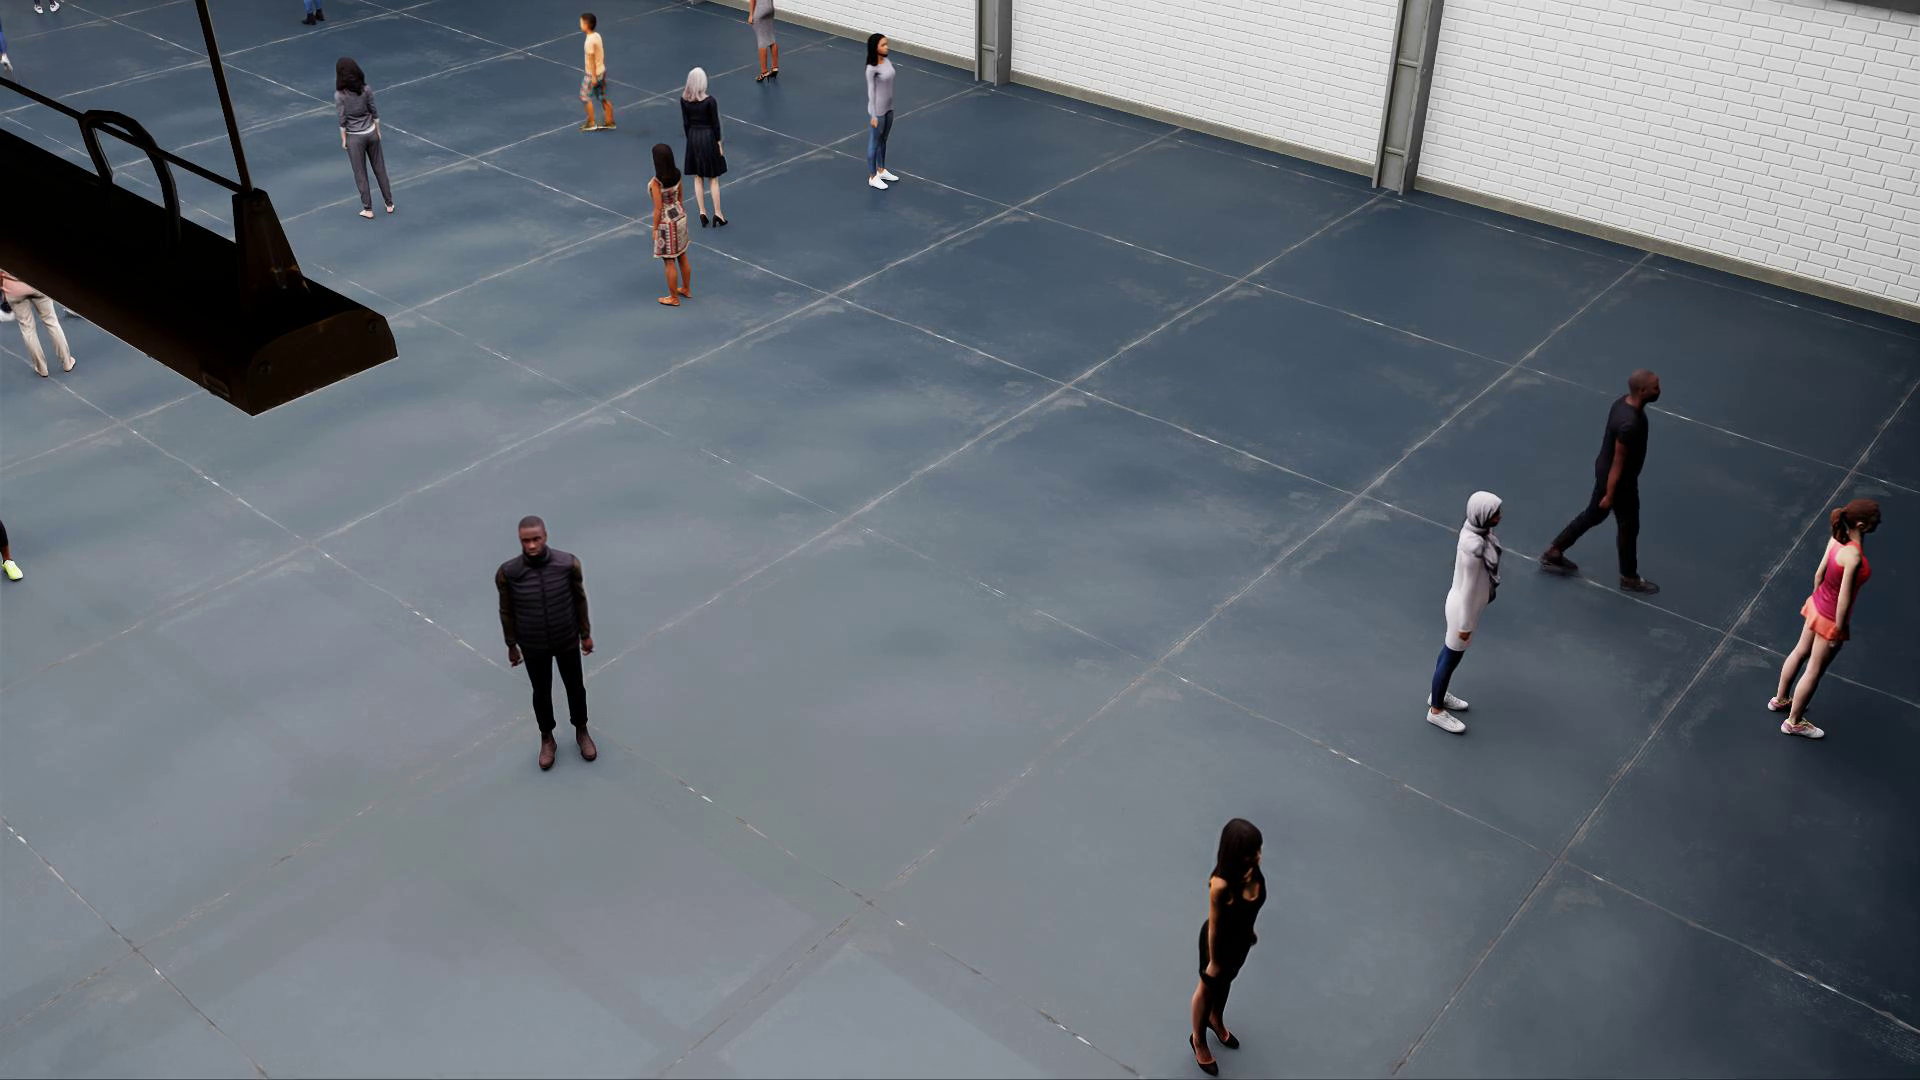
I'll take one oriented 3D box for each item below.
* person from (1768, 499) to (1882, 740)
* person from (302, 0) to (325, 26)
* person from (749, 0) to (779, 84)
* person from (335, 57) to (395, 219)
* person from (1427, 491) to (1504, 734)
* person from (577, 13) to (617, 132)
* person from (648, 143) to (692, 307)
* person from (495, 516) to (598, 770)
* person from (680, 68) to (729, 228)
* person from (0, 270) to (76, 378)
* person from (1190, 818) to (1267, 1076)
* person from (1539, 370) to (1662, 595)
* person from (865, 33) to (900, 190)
[{"bbox_3d":[5.663,0.486,10.855,0.709,1.754,0.669,3,34,4],"label":"person"},{"bbox_3d":[-9.628,-8.407,24.343,0.621,1.633,0.662,12,35,18],"label":"person"},{"bbox_3d":[-2.610,-6.990,22.077,0.500,1.781,0.573,25,41,32],"label":"person"},{"bbox_3d":[-6.544,-4.407,18.207,0.631,1.765,0.577,-23,40,-31],"label":"person"},{"bbox_3d":[3.299,0.449,10.891,0.625,1.776,0.669,13,36,19],"label":"person"},{"bbox_3d":[-4.435,-5.759,20.526,0.792,1.448,0.714,4,34,6],"label":"person"},{"bbox_3d":[-2.855,-3.116,16.373,0.601,1.645,0.692,16,37,23],"label":"person"},{"bbox_3d":[-2.605,0.630,10.564,0.779,1.836,0.777,-10,35,-15],"label":"person"},{"bbox_3d":[-2.766,-4.238,17.969,0.636,1.747,0.746,9,35,13],"label":"person"},{"bbox_3d":[-8.485,-2.306,15.082,0.663,1.725,0.636,-17,37,-24],"label":"person"},{"bbox_3d":[1.368,2.063,8.576,0.492,1.650,0.570,28,43,35],"label":"person"},{"bbox_3d":[4.737,-0.441,12.228,1.212,1.779,0.957,10,35,15],"label":"person"},{"bbox_3d":[-0.923,-4.917,19.000,0.606,1.736,0.653,15,37,22],"label":"person"}]
